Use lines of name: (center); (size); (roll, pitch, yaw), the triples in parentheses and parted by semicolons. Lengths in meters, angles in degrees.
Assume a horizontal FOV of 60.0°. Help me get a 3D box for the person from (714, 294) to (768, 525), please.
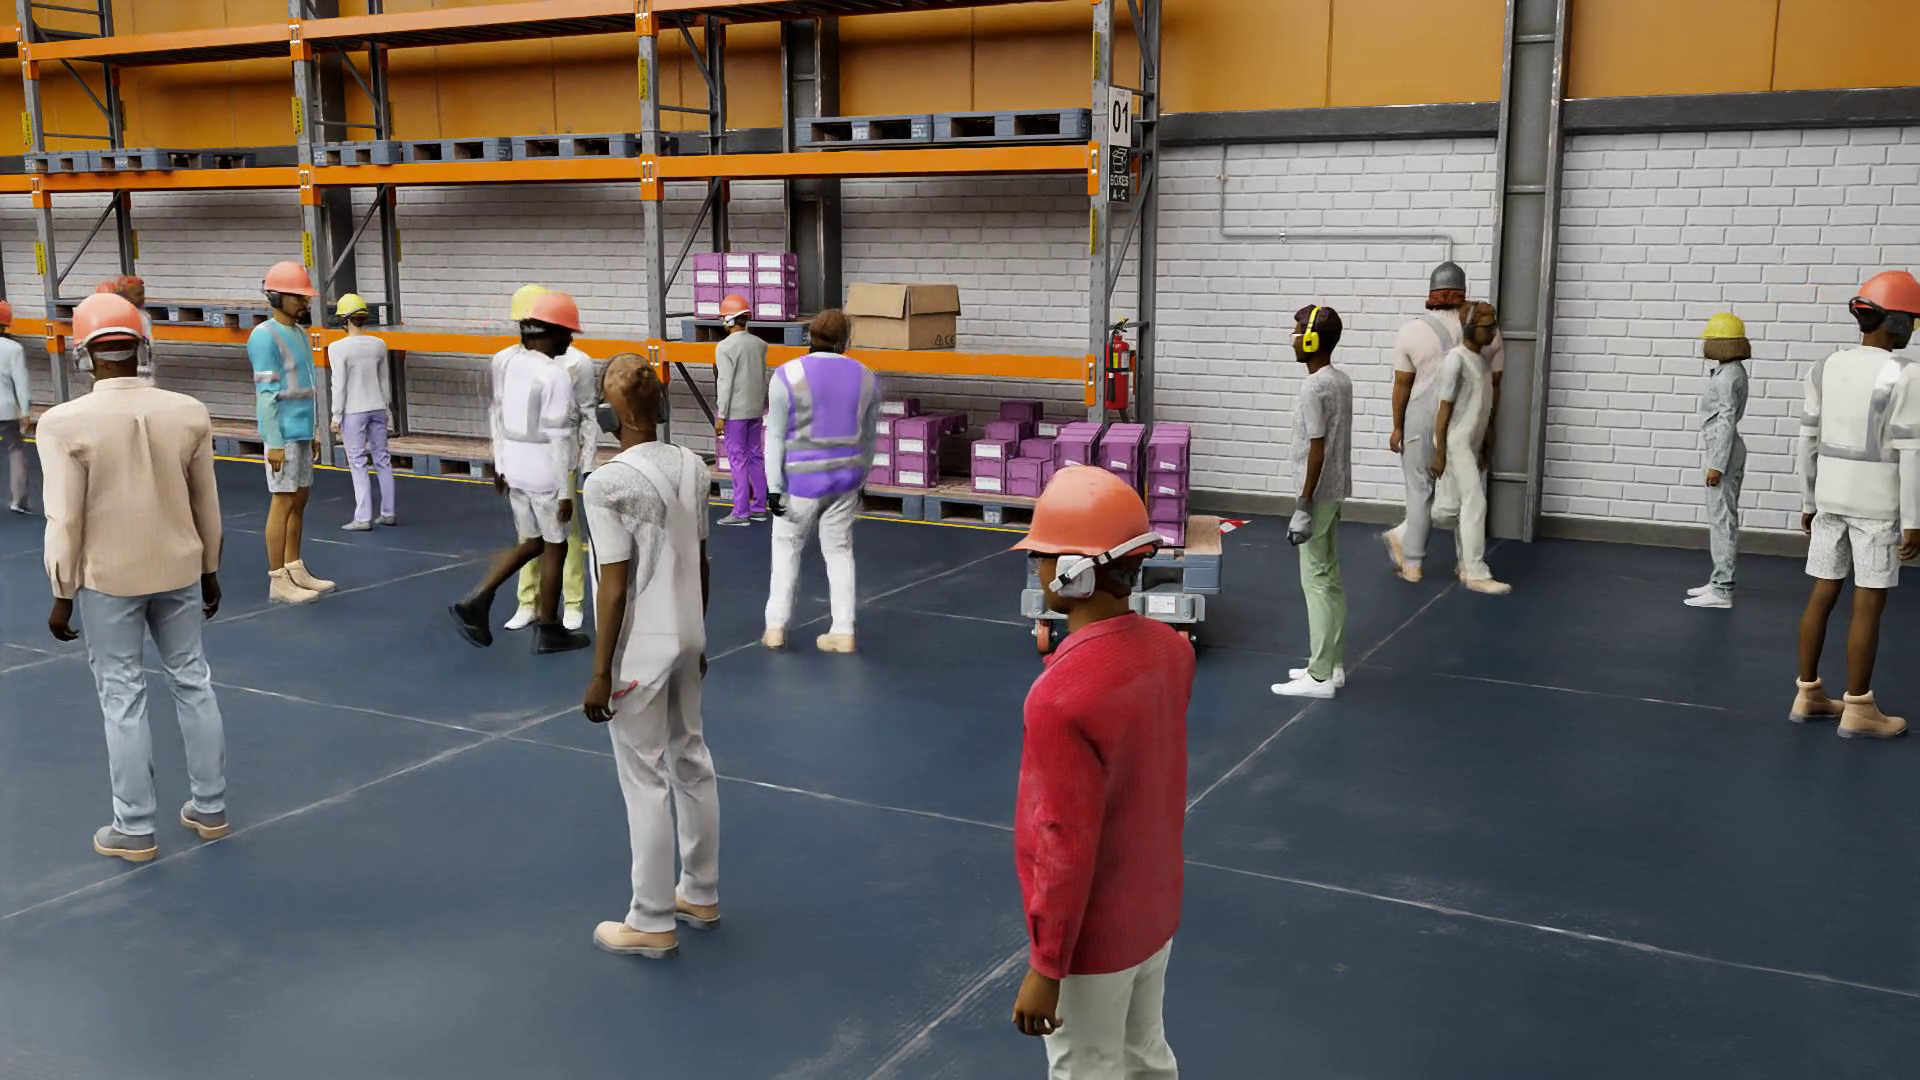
person: (-1.692, -0.989, 12.680); (0.341, 1.750, 0.566); (6, 12, 29)

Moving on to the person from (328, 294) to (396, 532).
person: (-4.482, -0.947, 12.415); (0.330, 1.767, 0.528); (6, 12, 29)

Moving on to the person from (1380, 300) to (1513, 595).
person: (3.034, -0.585, 10.336); (0.828, 1.814, 0.514); (7, 12, 33)

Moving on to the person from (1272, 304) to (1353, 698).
person: (1.692, -0.177, 7.924); (0.323, 1.866, 0.518); (6, 12, 29)

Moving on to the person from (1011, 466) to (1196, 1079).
person: (0.253, 0.725, 3.287); (0.341, 1.750, 0.566); (6, 12, 29)

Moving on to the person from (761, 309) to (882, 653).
person: (-0.776, -0.305, 8.778); (0.646, 1.807, 0.639); (-6, 12, -28)

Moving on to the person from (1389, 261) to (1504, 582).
person: (3.061, -0.754, 10.604); (0.687, 2.000, 0.535); (0, 10, 0)

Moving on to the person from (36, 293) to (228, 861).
person: (-2.920, 0.130, 5.890); (0.395, 1.990, 0.619); (8, 13, 37)

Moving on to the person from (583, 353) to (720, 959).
person: (-0.949, 0.354, 5.076); (0.339, 1.841, 0.507); (6, 12, 29)

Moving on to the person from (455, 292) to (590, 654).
person: (-2.228, -0.314, 8.573); (0.600, 1.905, 0.671); (10, 14, 44)

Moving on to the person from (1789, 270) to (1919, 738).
person: (3.990, -0.155, 7.324); (0.395, 2.038, 0.615); (-4, 11, -19)

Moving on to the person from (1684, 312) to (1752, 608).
person: (4.496, -0.470, 9.867); (0.322, 1.743, 0.489); (6, 12, 29)

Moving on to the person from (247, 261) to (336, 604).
person: (-3.994, -0.642, 9.995); (0.395, 2.038, 0.614); (0, 10, -1)

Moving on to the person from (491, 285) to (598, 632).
person: (-2.307, -0.442, 9.208); (0.594, 1.924, 0.383); (1, 10, 7)

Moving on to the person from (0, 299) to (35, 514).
person: (-7.487, -0.996, 12.852); (0.588, 1.711, 0.378); (-4, 11, -19)
